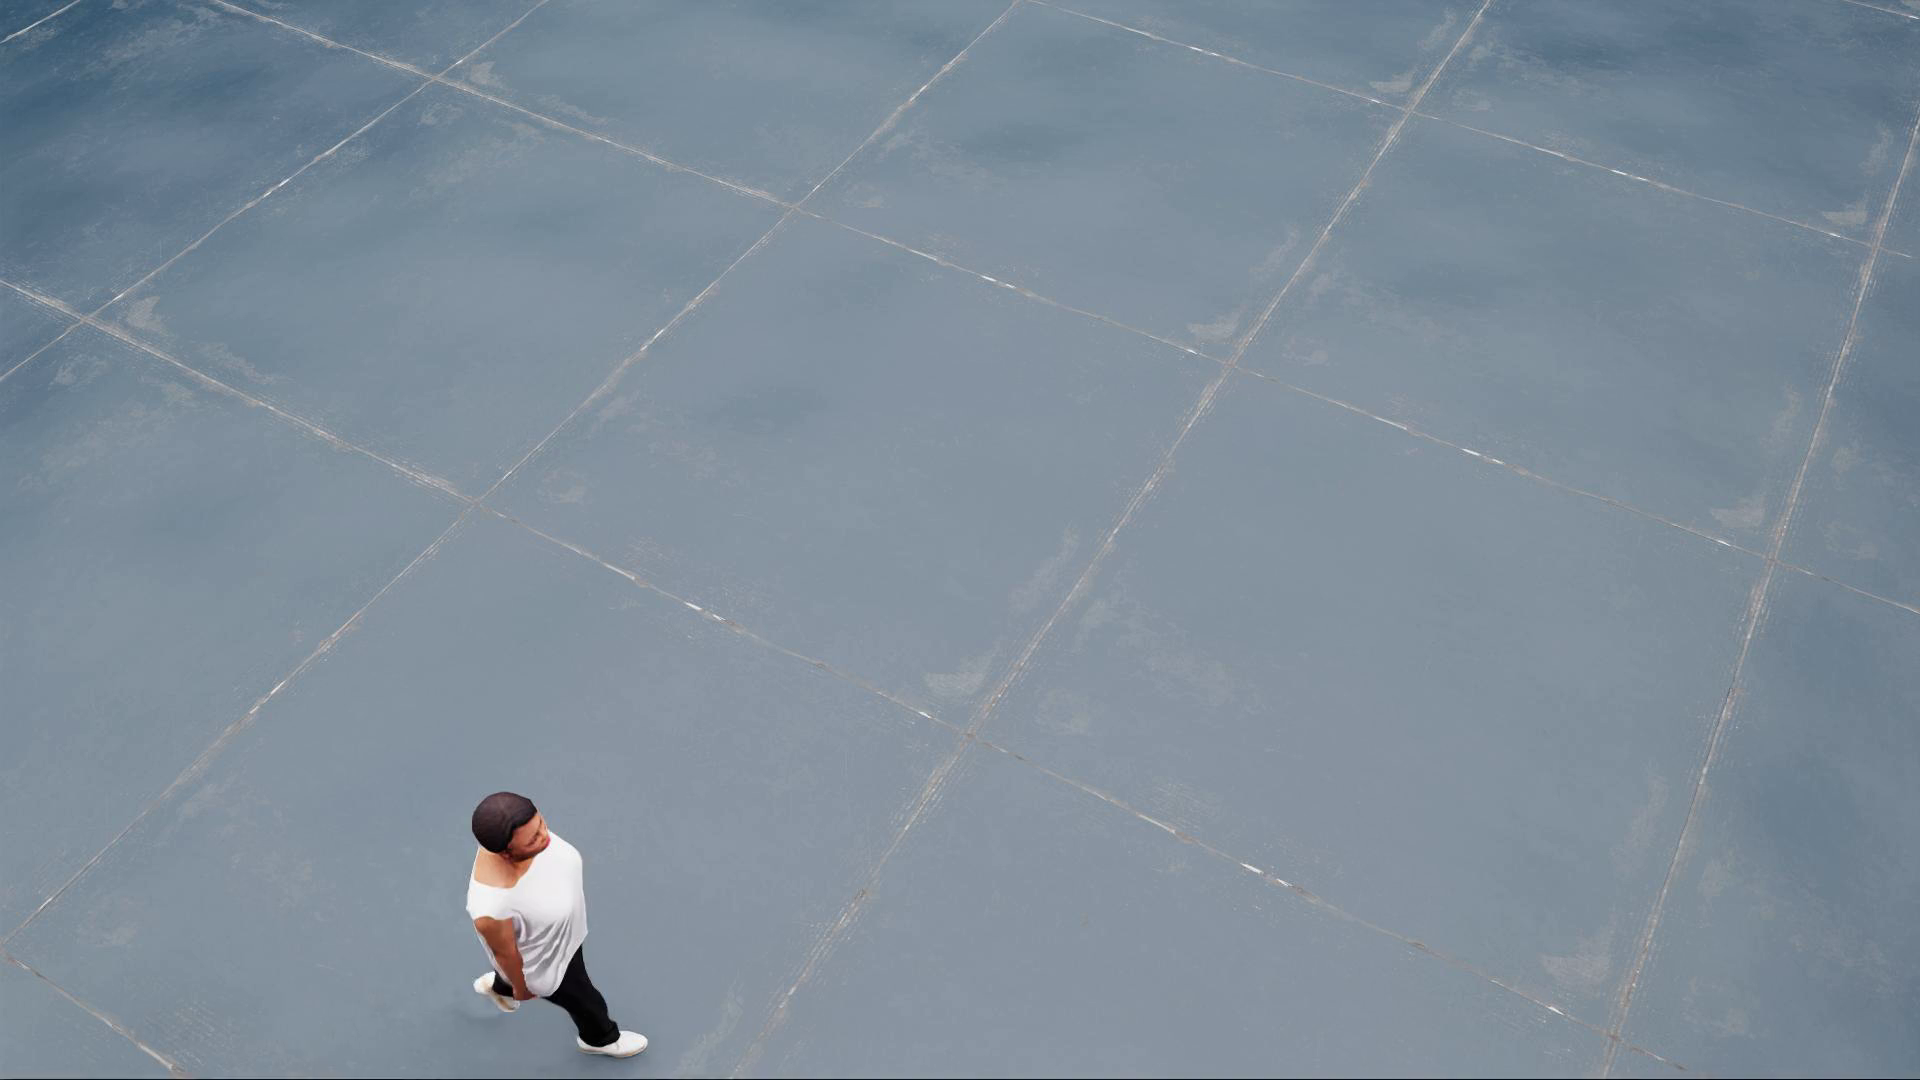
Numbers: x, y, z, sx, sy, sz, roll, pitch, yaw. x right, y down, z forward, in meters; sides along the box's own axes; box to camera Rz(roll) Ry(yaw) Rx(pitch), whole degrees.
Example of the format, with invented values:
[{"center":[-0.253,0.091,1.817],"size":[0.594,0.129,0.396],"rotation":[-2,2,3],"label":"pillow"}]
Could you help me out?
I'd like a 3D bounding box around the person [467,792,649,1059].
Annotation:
[{"center":[-1.579,1.422,6.112],"size":[1.020,1.674,0.900],"rotation":[1,47,1],"label":"person"}]
